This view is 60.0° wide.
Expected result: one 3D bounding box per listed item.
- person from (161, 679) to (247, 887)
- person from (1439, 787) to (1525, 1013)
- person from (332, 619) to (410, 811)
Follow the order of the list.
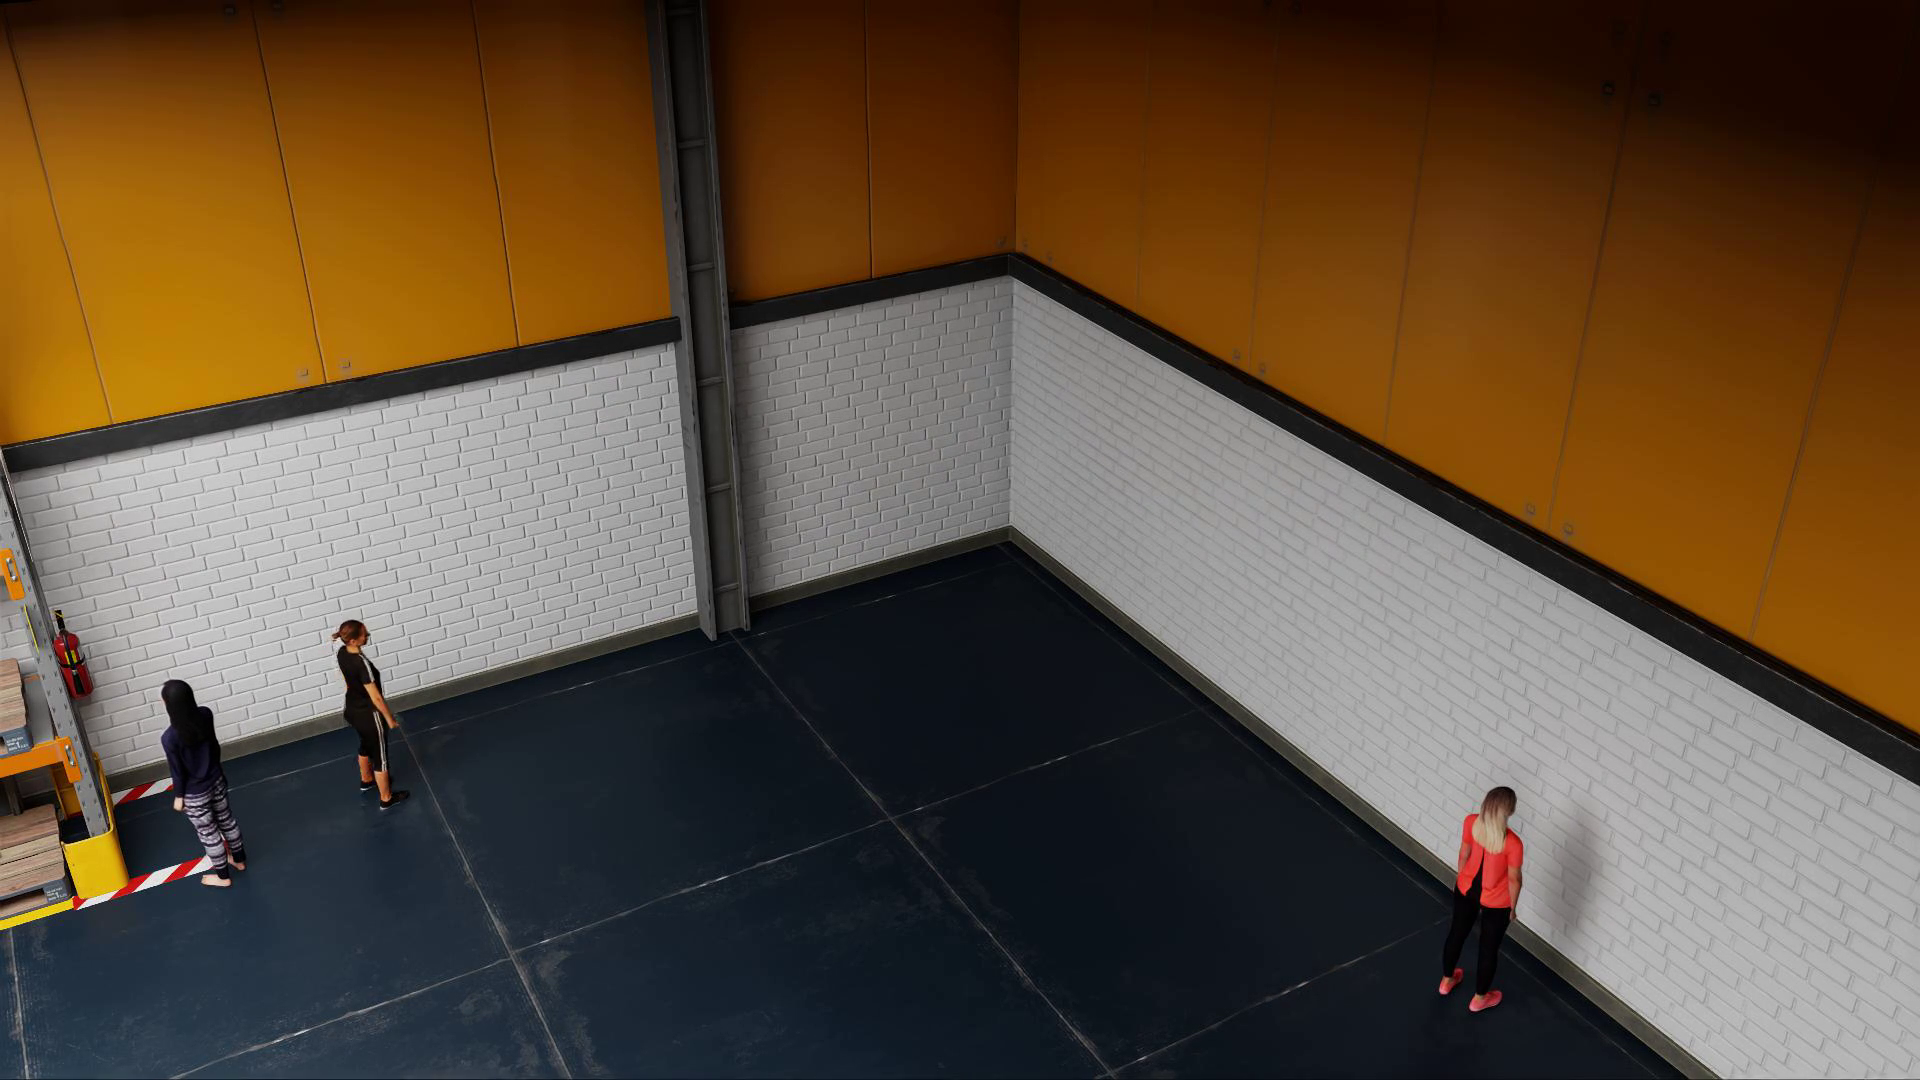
[{"bbox_3d":[-5.428,1.725,11.901,0.739,1.734,0.660,10,30,17],"label":"person"},{"bbox_3d":[3.413,2.319,10.853,0.589,1.694,0.633,-23,36,-35],"label":"person"},{"bbox_3d":[-4.552,1.331,12.693,0.666,1.666,0.605,22,36,35],"label":"person"}]
